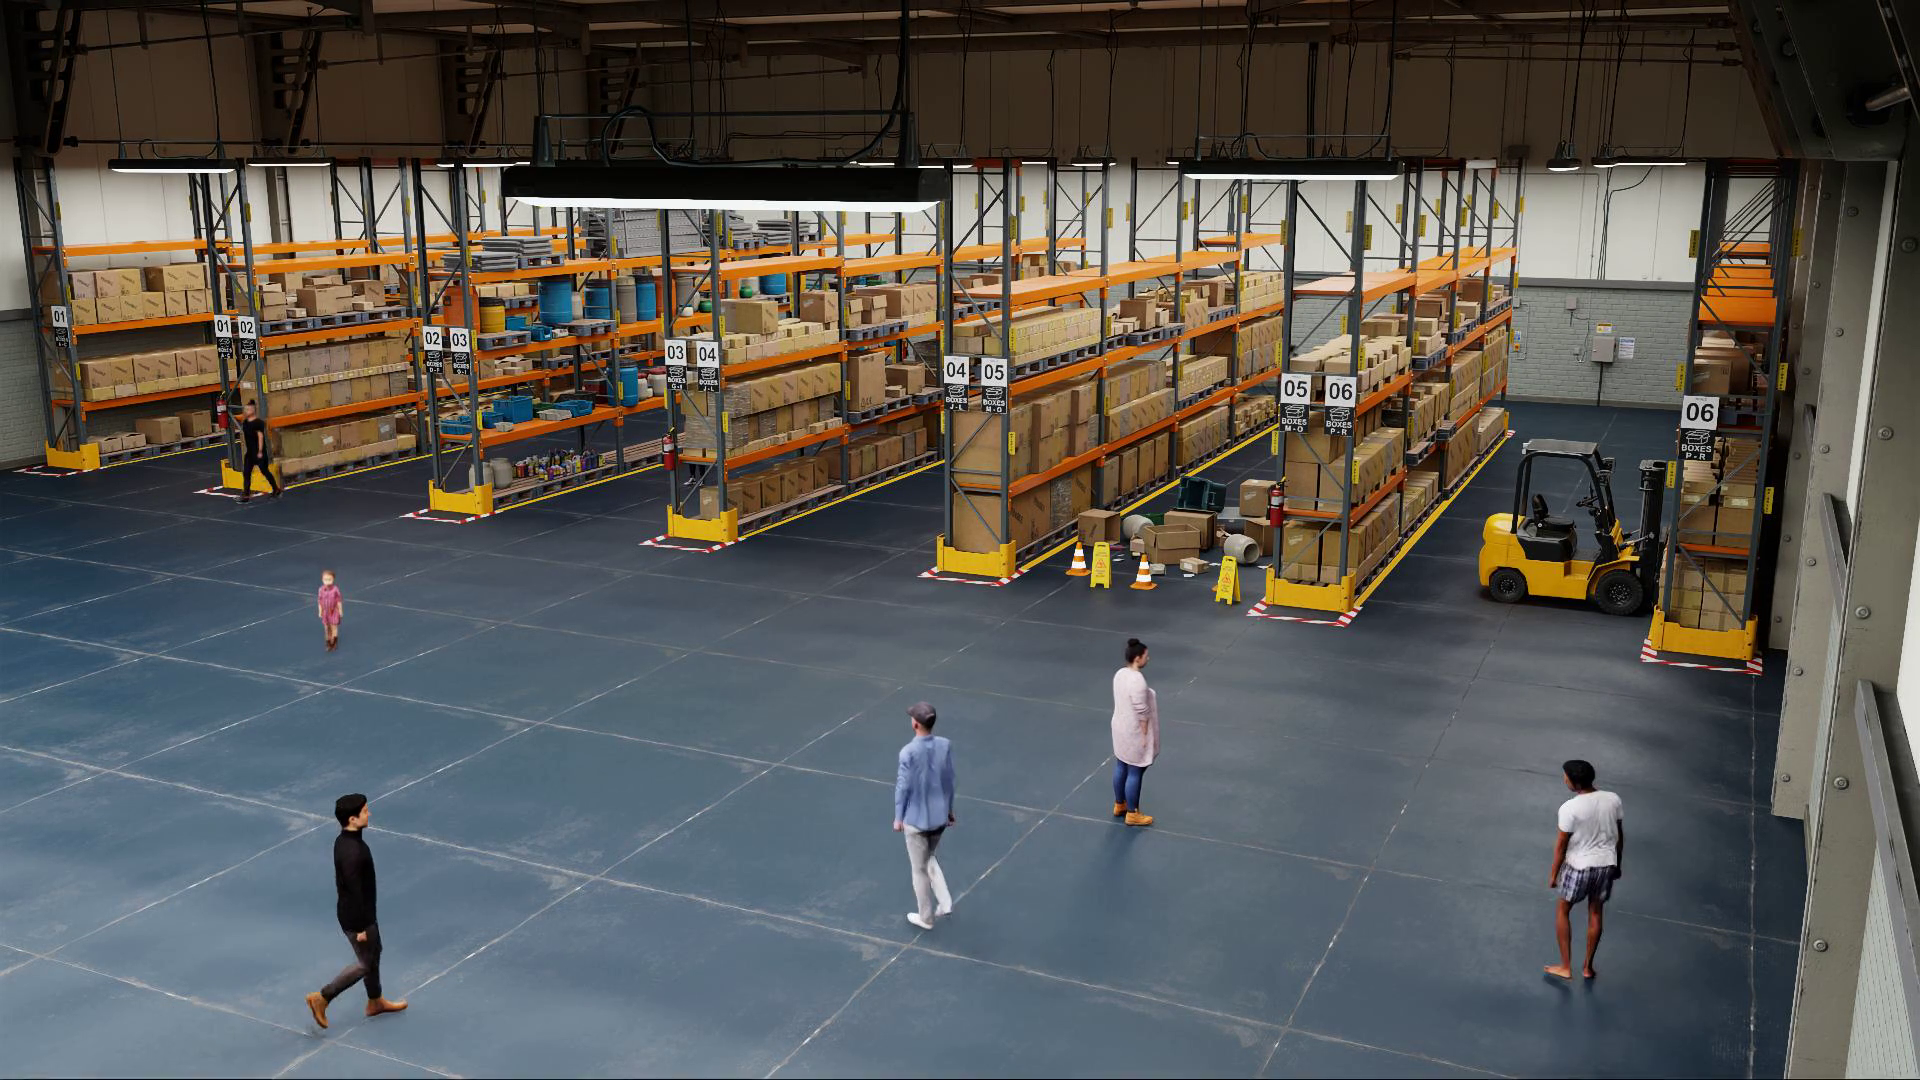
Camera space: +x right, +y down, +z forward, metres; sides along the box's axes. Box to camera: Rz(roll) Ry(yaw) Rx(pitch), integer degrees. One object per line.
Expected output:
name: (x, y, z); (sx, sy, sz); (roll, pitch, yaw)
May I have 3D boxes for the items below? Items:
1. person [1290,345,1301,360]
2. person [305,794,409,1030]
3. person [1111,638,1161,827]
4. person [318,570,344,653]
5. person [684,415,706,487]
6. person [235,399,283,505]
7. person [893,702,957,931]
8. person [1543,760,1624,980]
person: (7.854, -3.761, 39.272); (1.048, 1.685, 0.964); (-11, 17, -40)
person: (-4.298, 2.618, 11.676); (1.038, 1.706, 0.961); (-6, 14, -24)
person: (1.586, 1.749, 15.340); (0.853, 1.746, 0.790); (-4, 14, -18)
person: (-7.862, 0.864, 20.790); (0.608, 1.012, 0.677); (-4, 14, -15)
person: (-4.946, -1.900, 31.047); (0.607, 1.770, 0.527); (7, 15, 26)
person: (-12.400, -1.560, 29.461); (0.730, 1.823, 1.154); (7, 15, 29)
person: (-0.229, 2.200, 13.101); (0.743, 1.878, 0.835); (-10, 17, -38)
person: (4.707, 2.448, 12.406); (0.763, 1.709, 0.730); (3, 13, 14)
